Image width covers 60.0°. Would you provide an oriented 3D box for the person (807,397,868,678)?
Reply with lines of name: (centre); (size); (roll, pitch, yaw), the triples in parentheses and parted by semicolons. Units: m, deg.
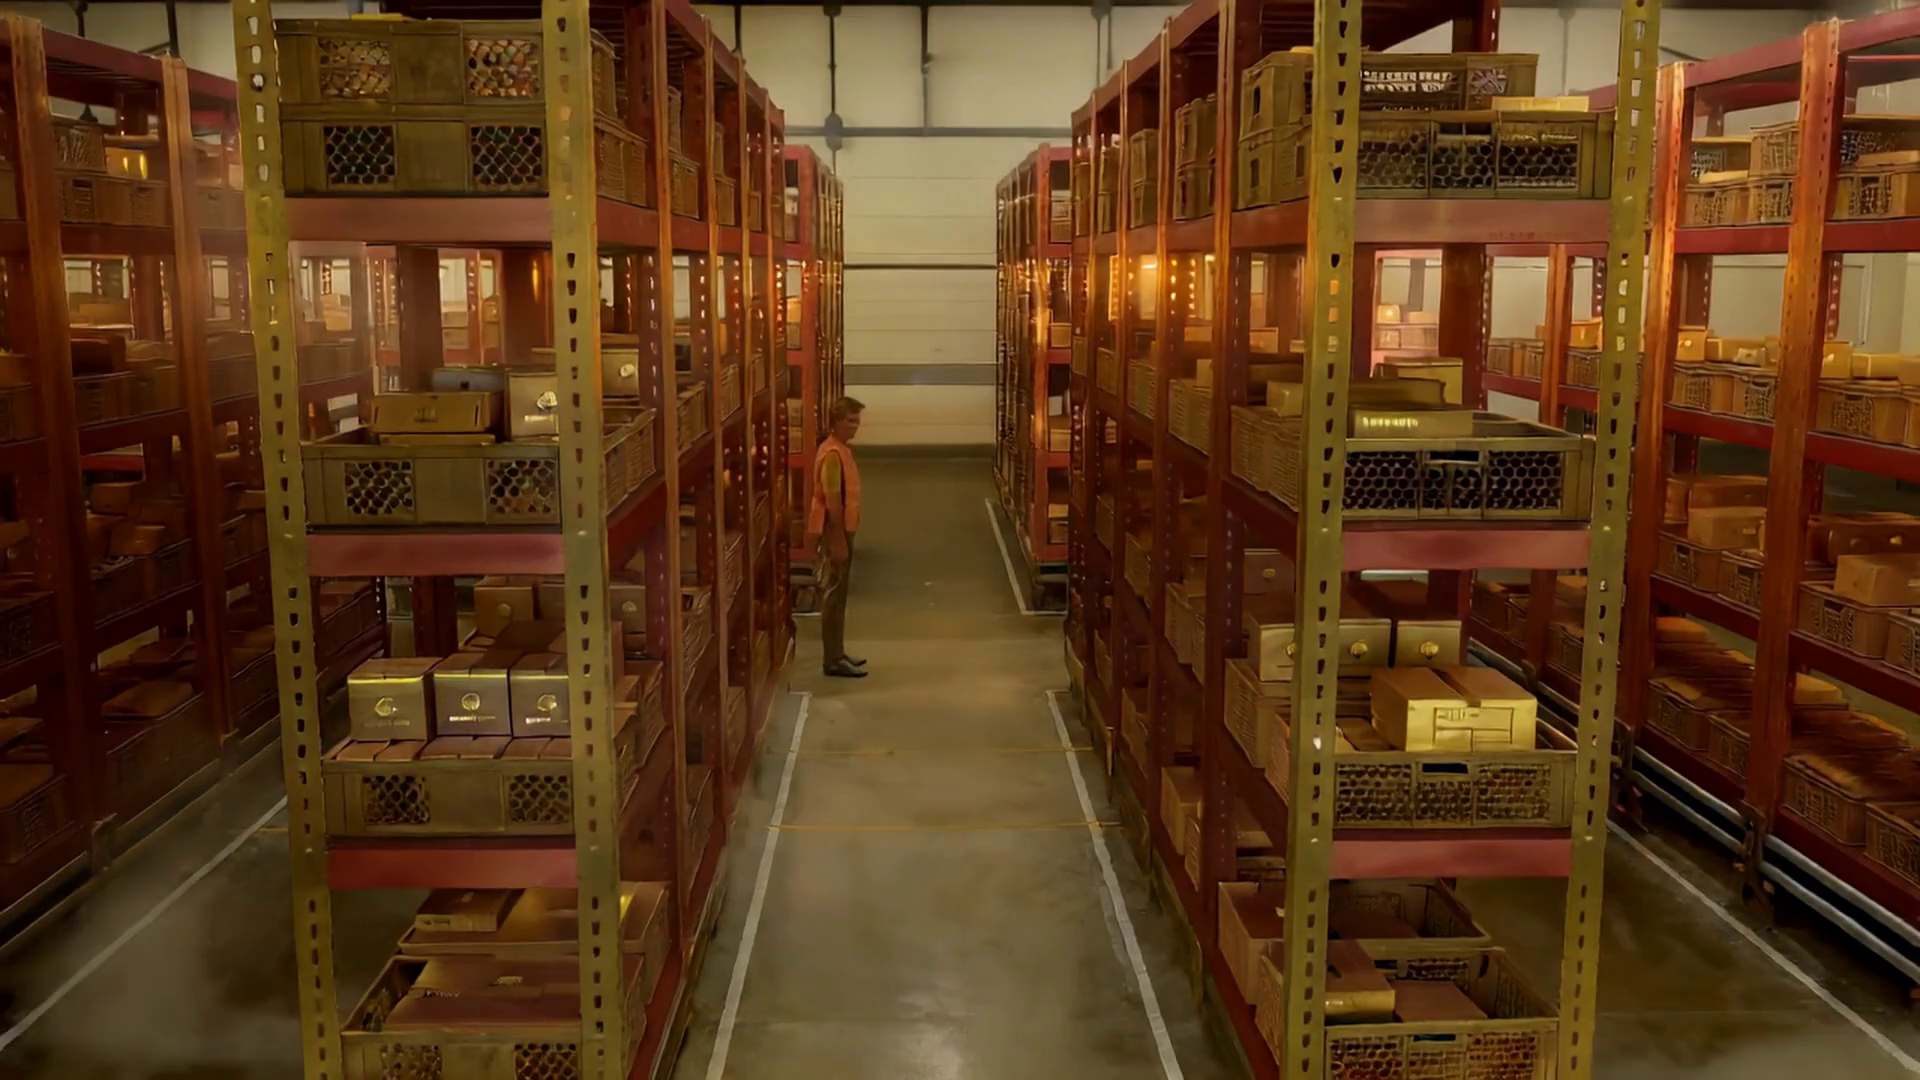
person: (-0.807, -0.024, 10.955); (0.390, 1.838, 0.564); (0, 9, -3)
